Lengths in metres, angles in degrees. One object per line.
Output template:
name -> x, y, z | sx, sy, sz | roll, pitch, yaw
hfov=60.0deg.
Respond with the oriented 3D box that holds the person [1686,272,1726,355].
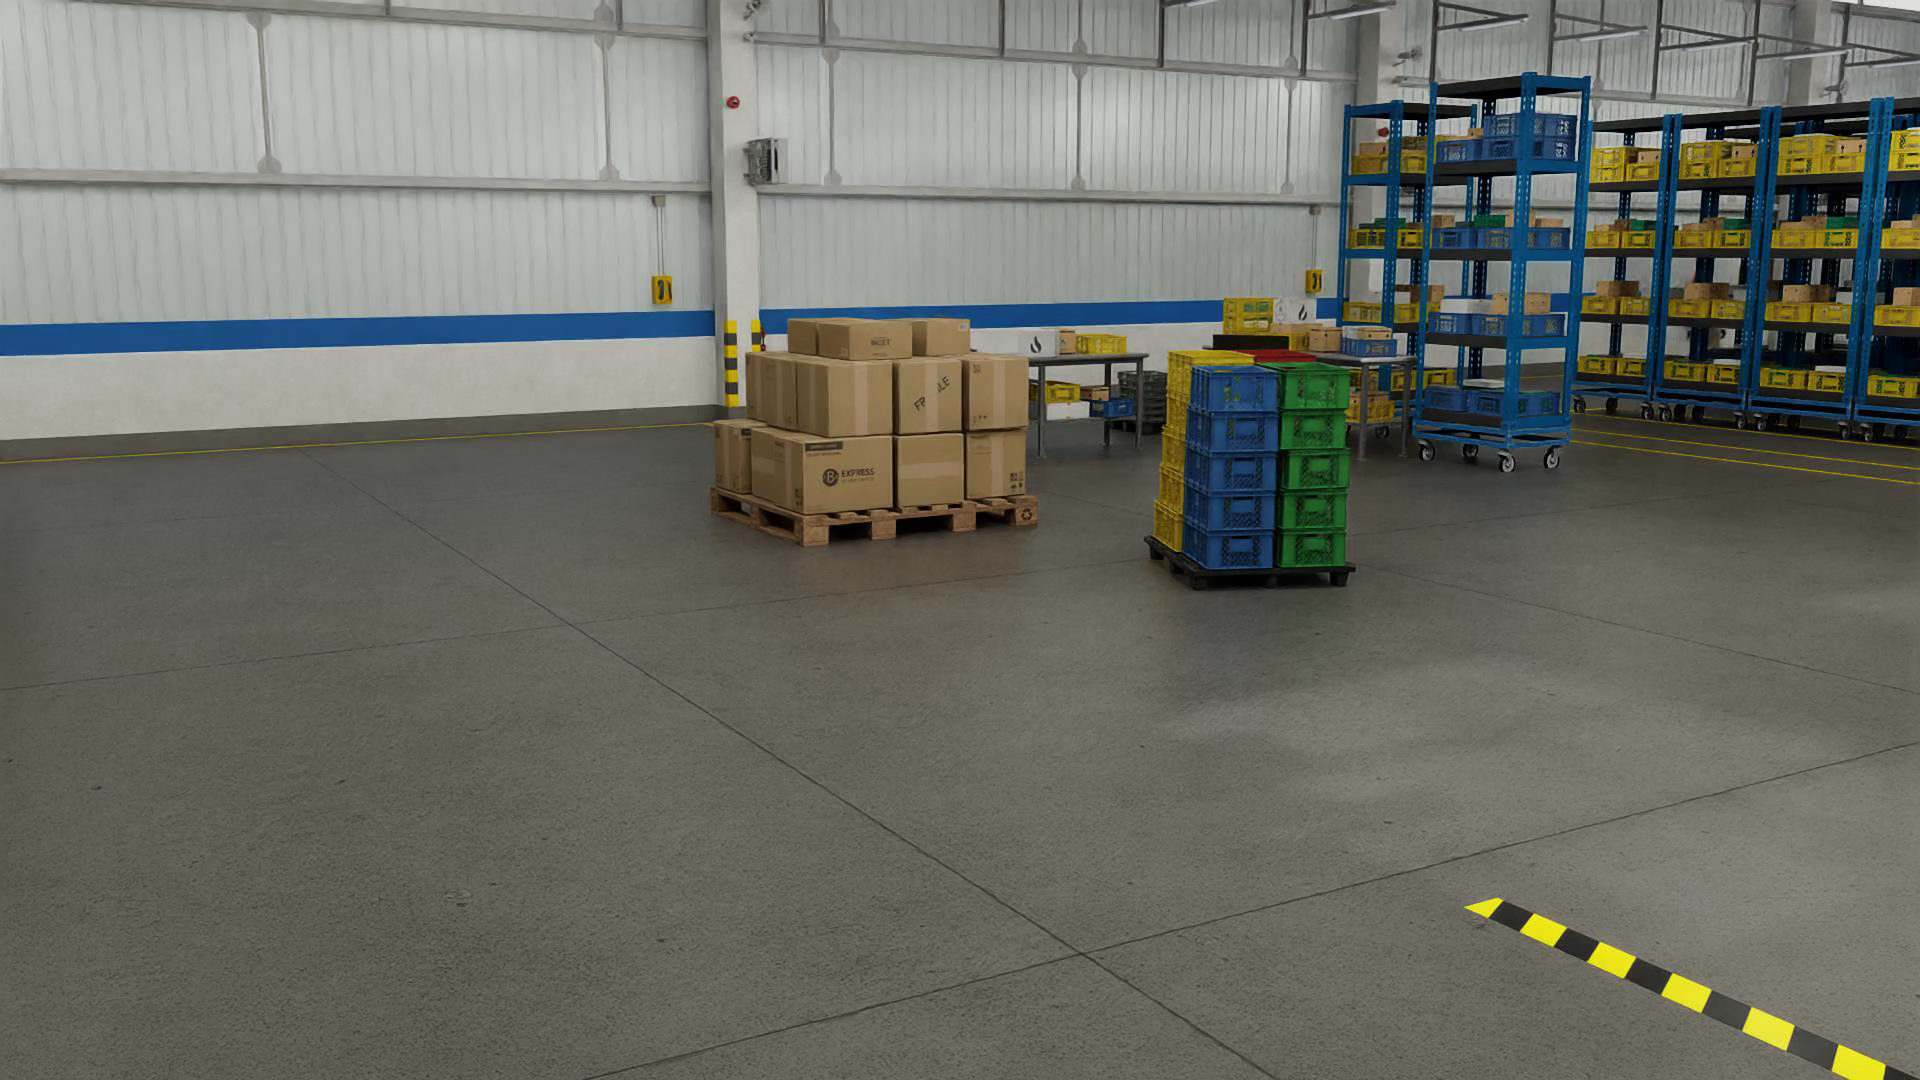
person -> 11.241, -3.183, 25.037 | 0.616, 1.701, 0.399 | 5, 11, 27
